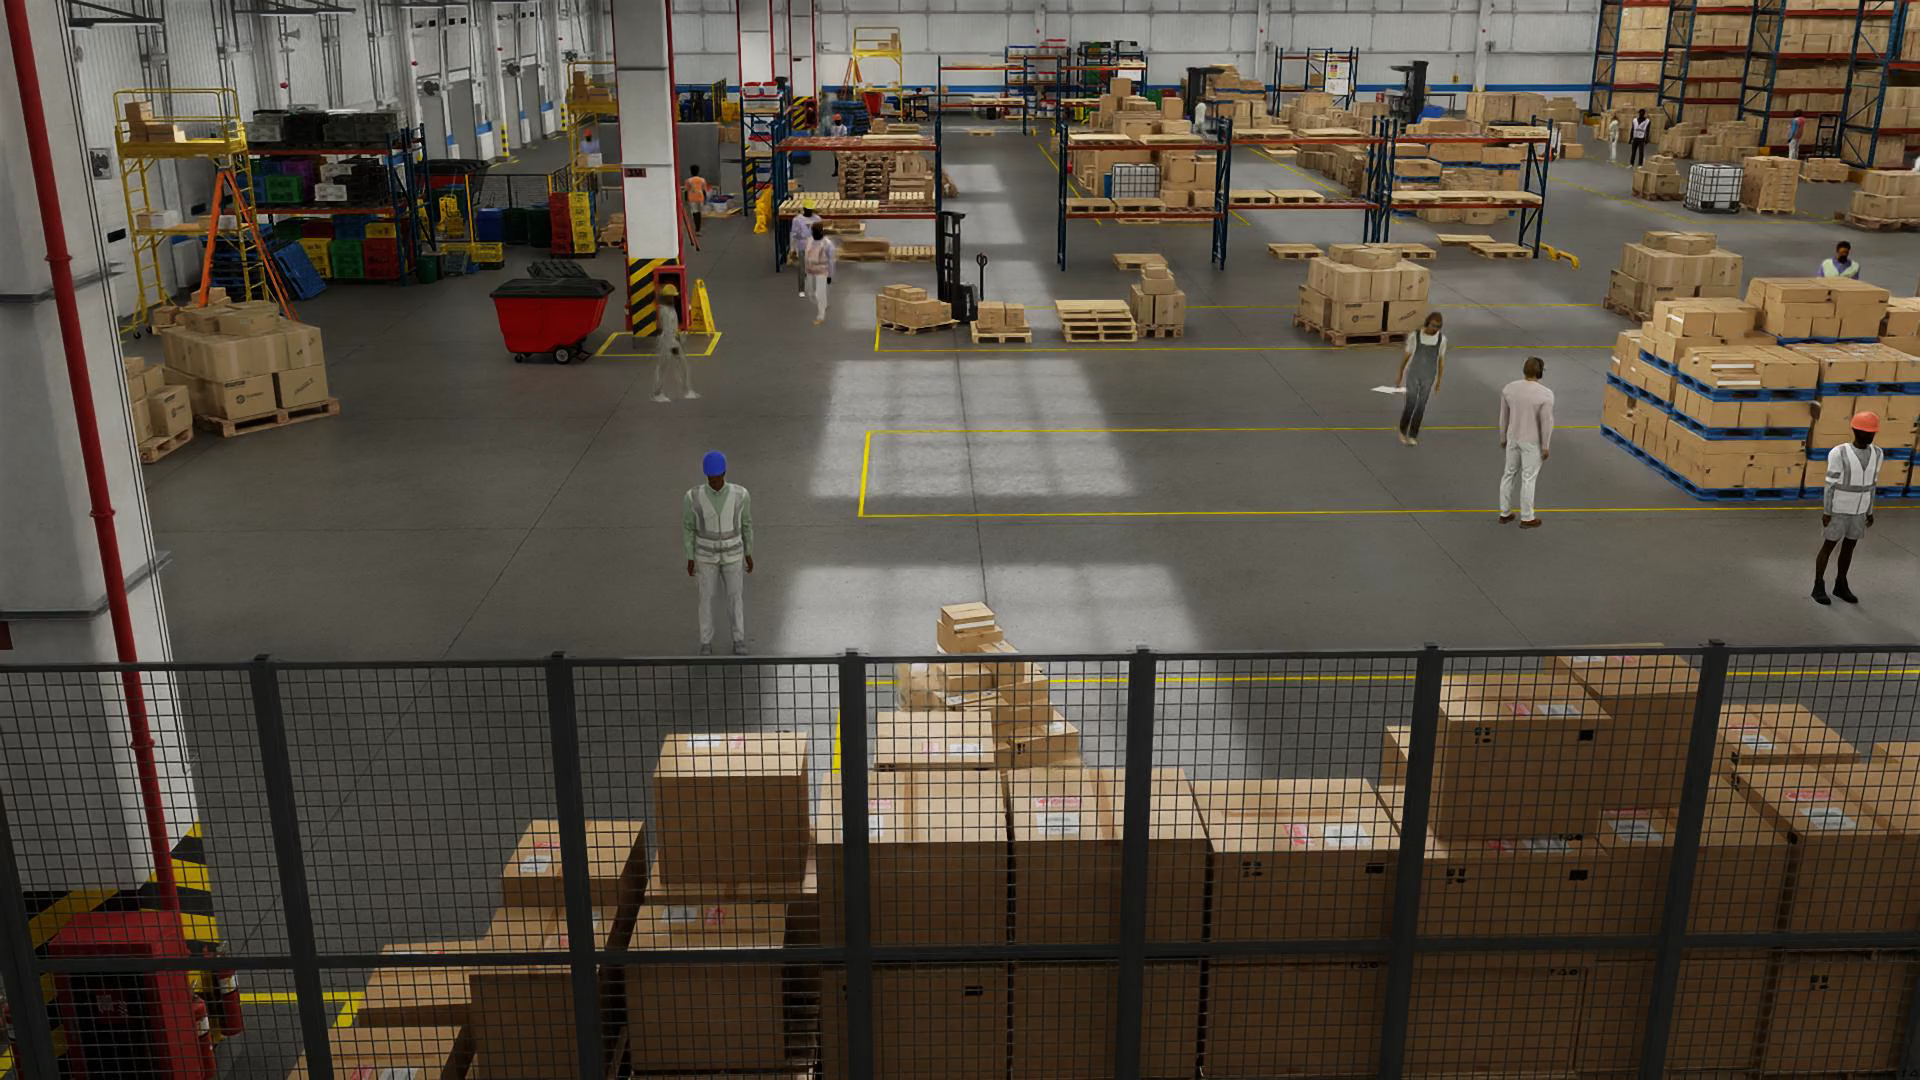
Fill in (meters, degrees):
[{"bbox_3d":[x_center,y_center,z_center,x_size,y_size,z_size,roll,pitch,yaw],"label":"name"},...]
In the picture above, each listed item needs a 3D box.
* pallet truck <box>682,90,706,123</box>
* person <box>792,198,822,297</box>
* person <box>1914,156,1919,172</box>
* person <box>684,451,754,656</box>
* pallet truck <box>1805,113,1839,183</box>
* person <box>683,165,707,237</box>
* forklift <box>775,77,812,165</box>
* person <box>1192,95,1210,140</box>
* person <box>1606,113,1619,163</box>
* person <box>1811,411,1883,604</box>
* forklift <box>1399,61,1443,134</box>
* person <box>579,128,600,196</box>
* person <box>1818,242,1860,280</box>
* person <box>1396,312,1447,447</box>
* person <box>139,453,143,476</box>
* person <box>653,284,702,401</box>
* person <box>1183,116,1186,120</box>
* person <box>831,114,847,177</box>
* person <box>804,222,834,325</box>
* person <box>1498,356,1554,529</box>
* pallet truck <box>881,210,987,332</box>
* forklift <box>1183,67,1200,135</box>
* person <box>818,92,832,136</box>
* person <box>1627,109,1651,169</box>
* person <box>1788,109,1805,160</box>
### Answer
[{"bbox_3d":[-9.671,-15.907,62.421,0.823,1.965,1.885,5,19,15],"label":"pallet truck"},{"bbox_3d":[-2.929,-5.631,32.078,0.592,1.910,0.420,-6,20,-18],"label":"person"},{"bbox_3d":[24.662,-9.180,42.657,0.418,1.870,0.614,1,19,3],"label":"person"},{"bbox_3d":[-2.156,0.133,14.913,0.618,1.946,0.394,-4,19,-11],"label":"person"},{"bbox_3d":[26.403,-11.957,50.702,0.823,1.965,1.885,6,19,16],"label":"pallet truck"},{"bbox_3d":[-6.393,-8.157,39.954,0.539,1.659,0.836,-13,23,-34],"label":"person"},{"bbox_3d":[-5.917,-13.894,55.089,1.873,2.768,1.129,-1,19,-1],"label":"forklift"},{"bbox_3d":[8.768,-15.182,60.424,0.911,1.909,0.633,15,24,38],"label":"person"},{"bbox_3d":[21.969,-13.534,55.956,0.325,1.626,0.510,1,19,4],"label":"person"},{"bbox_3d":[8.700,-0.319,16.263,0.544,1.943,0.347,-3,19,-8],"label":"person"},{"bbox_3d":[18.167,-17.564,65.977,1.873,2.768,1.129,-1,19,-2],"label":"forklift"},{"bbox_3d":[-10.434,-10.634,46.904,0.571,1.916,0.427,0,19,-1],"label":"person"},{"bbox_3d":[14.089,-3.826,26.743,0.620,1.885,0.883,6,20,17],"label":"person"},{"bbox_3d":[6.027,-2.095,21.746,0.584,1.806,0.474,1,19,1],"label":"person"},{"bbox_3d":[-8.811,-0.680,17.391,0.587,1.910,0.573,7,20,19],"label":"person"},{"bbox_3d":[-4.129,-2.844,24.111,0.795,1.715,0.501,3,19,9],"label":"person"},{"bbox_3d":[7.288,-13.101,54.651,0.514,1.640,0.310,2,19,5],"label":"person"},{"bbox_3d":[-3.781,-12.273,51.736,0.550,1.933,0.375,9,21,26],"label":"person"},{"bbox_3d":[-2.505,-4.749,29.576,0.649,1.829,0.482,13,23,33],"label":"person"},{"bbox_3d":[6.303,-1.093,18.564,0.375,1.940,0.627,-15,24,-37],"label":"person"},{"bbox_3d":[-0.493,-4.759,29.349,1.885,1.965,0.823,-13,23,-34],"label":"pallet truck"},{"bbox_3d":[8.517,-15.885,60.997,1.873,2.768,1.129,-1,19,-1],"label":"forklift"},{"bbox_3d":[-5.046,-15.928,62.690,1.050,1.870,0.656,7,20,20],"label":"person"},{"bbox_3d":[22.118,-13.060,54.117,0.383,1.910,0.595,-16,25,-40],"label":"person"},{"bbox_3d":[27.520,-13.273,54.850,0.626,1.844,0.429,-14,23,-36],"label":"person"}]
